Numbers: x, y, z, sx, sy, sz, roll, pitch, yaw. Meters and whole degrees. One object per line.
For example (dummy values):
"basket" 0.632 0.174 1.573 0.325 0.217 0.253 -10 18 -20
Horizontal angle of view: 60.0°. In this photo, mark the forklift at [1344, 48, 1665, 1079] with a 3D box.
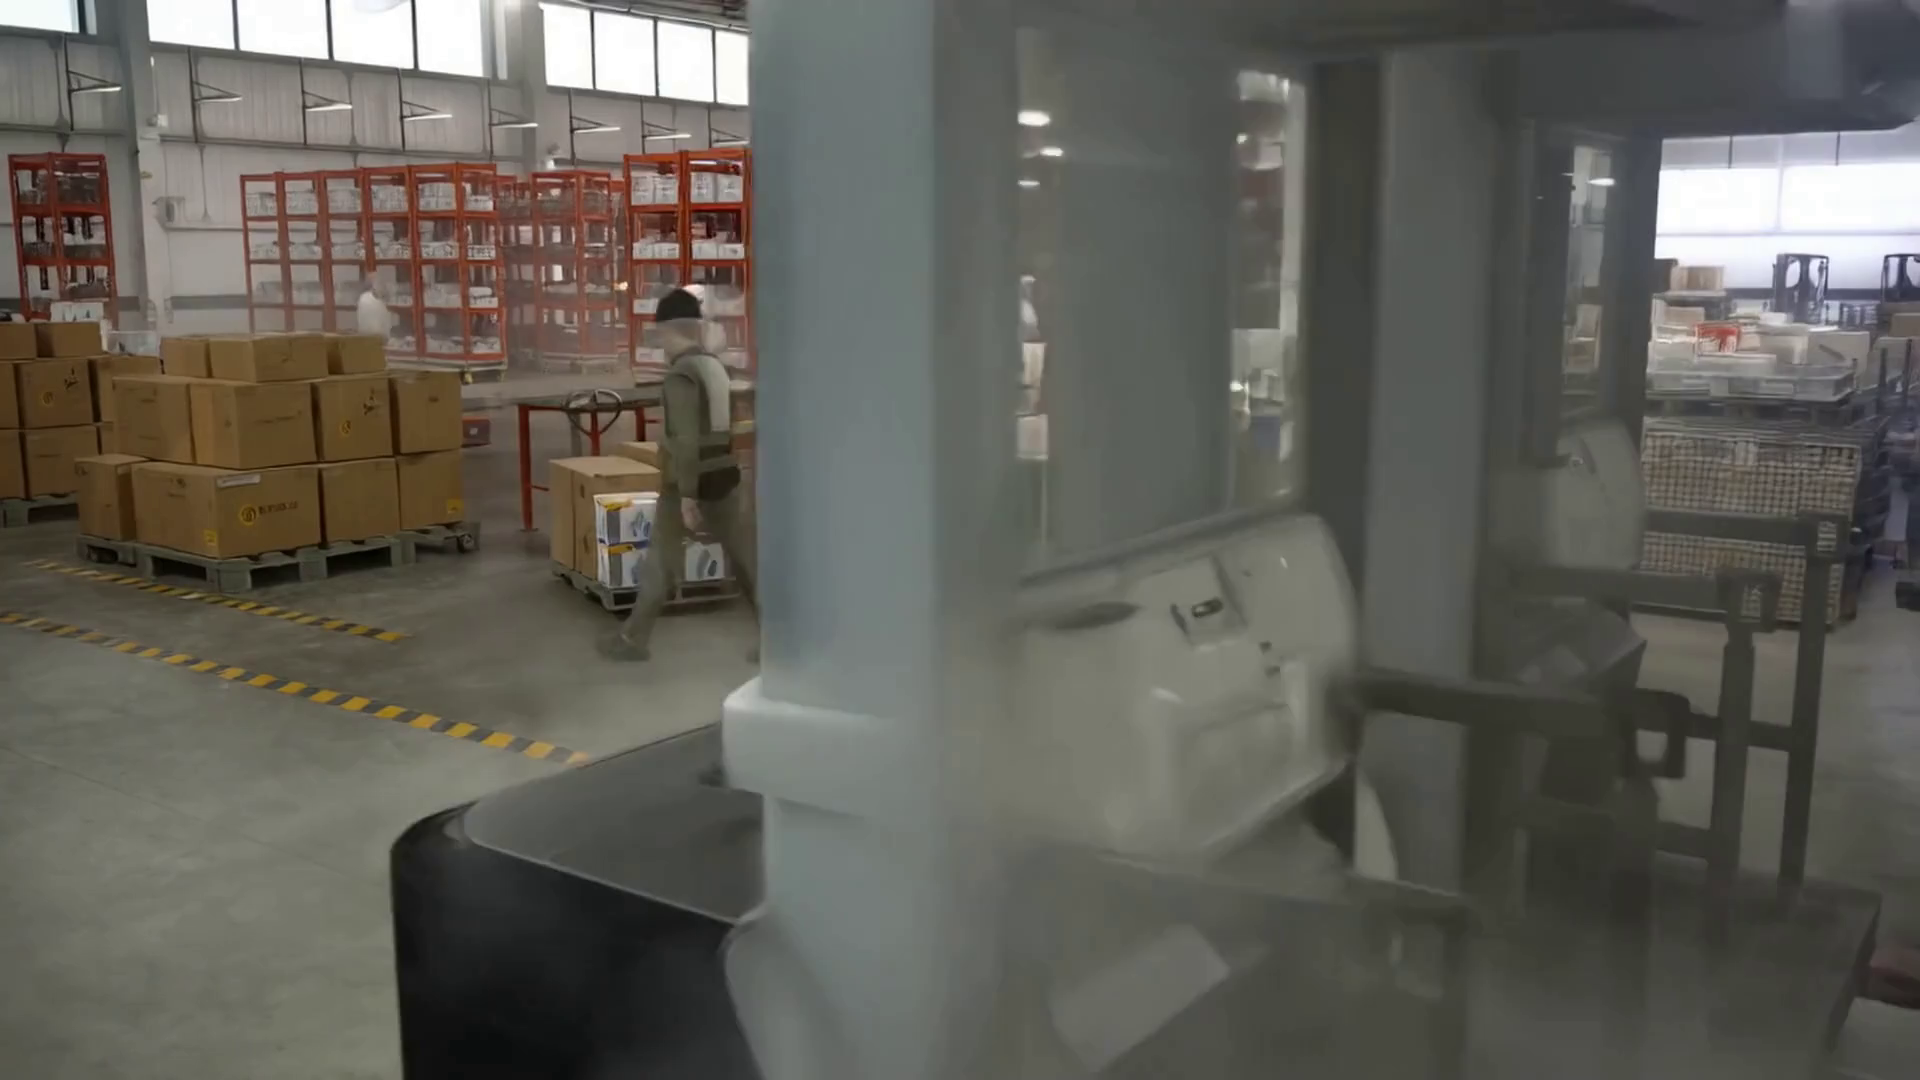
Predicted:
"forklift" 1.249 -0.137 4.360 1.873 2.768 1.129 7 12 35

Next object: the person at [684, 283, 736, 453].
"person" -2.496 -1.614 16.341 0.607 1.809 0.574 9 13 42

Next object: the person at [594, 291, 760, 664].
"person" -1.299 -0.292 8.302 1.075 1.887 0.597 3 10 15

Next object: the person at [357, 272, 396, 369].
"person" -7.407 -2.491 21.379 0.876 1.872 0.647 -2 10 -10

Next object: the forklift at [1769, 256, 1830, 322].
"forklift" 20.253 -5.854 40.139 1.157 1.987 2.680 7 12 35

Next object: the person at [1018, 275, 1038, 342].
"person" 0.788 -2.376 20.768 0.389 1.847 0.566 2 10 13

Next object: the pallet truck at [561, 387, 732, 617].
"pallet truck" -1.981 -0.274 10.088 0.680 1.201 1.601 -5 11 -28

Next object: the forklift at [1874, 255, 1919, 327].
"forklift" 22.089 -5.634 38.796 1.157 1.987 2.680 6 11 33
